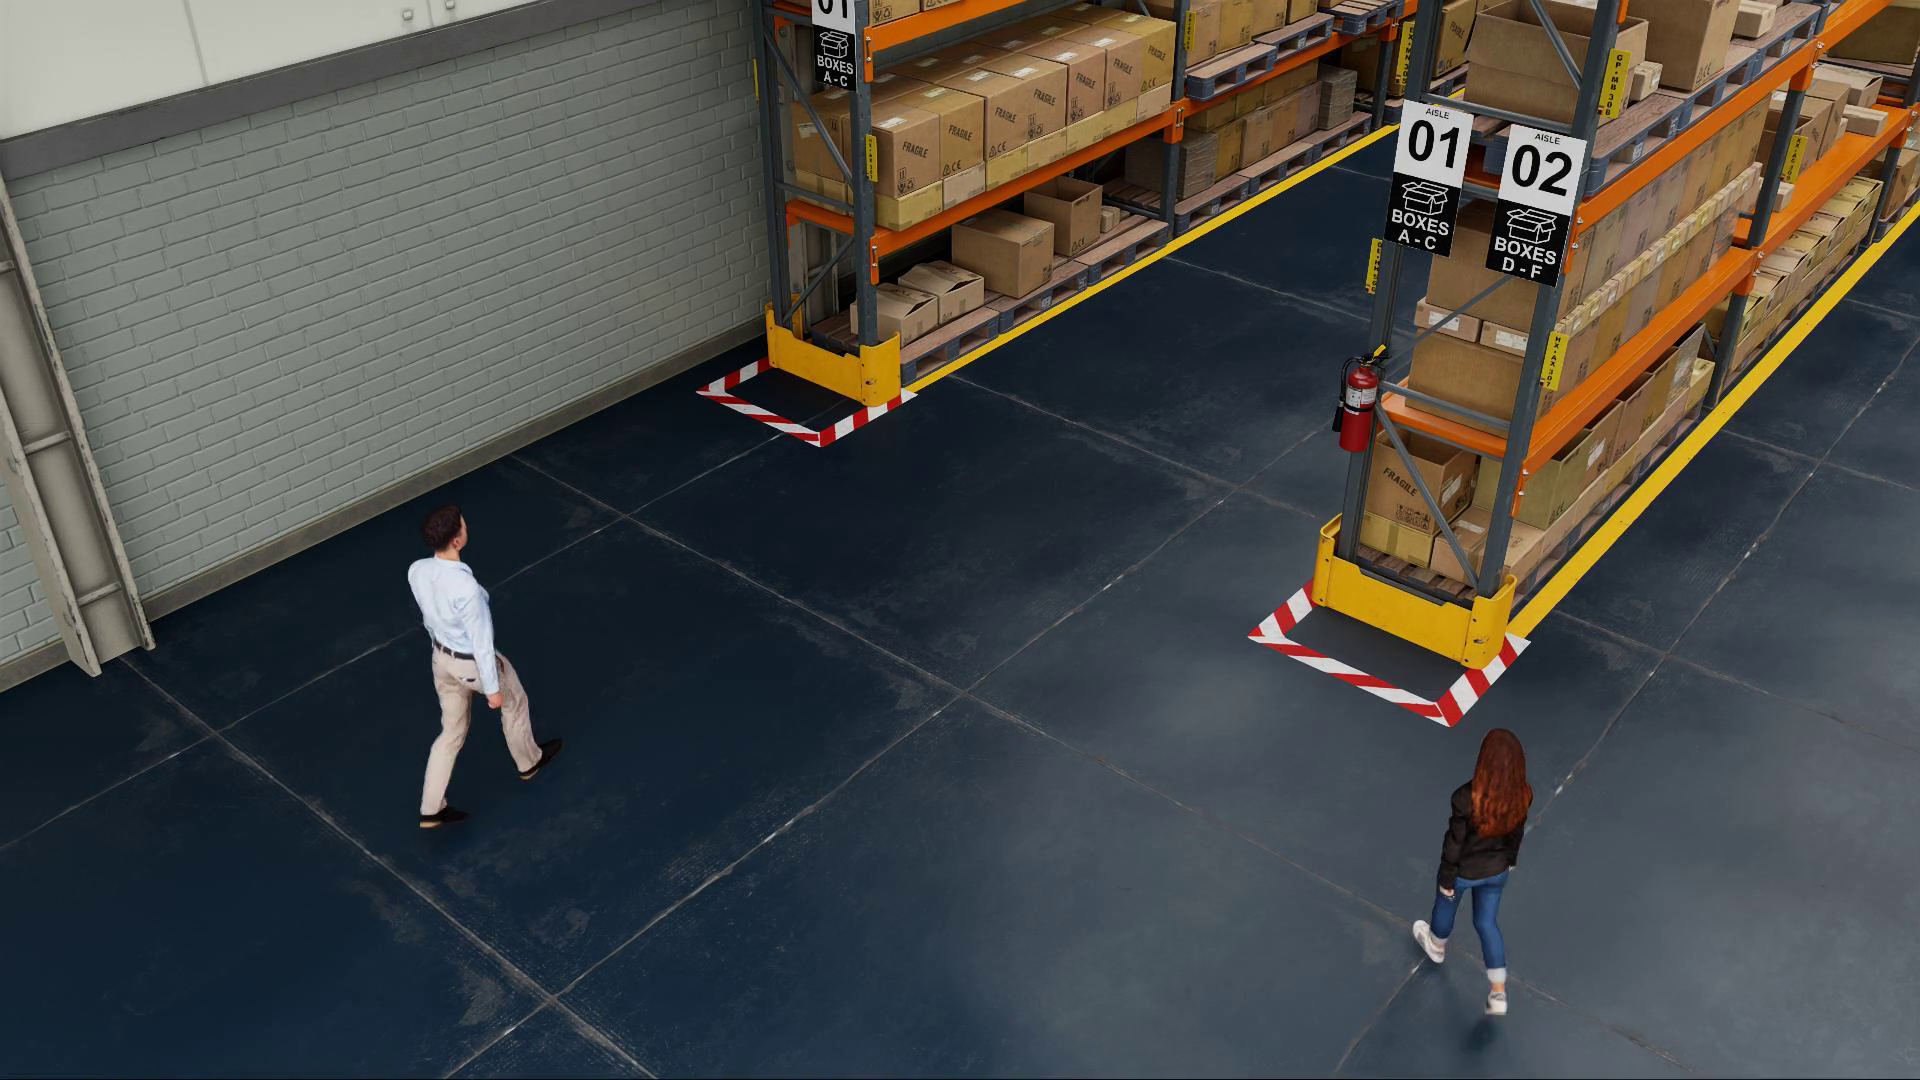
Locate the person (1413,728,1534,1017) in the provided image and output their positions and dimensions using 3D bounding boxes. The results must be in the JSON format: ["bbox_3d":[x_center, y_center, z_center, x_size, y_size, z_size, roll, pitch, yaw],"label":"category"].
[{"bbox_3d":[2.338,1.494,7.407,0.959,1.461,0.957,-7,34,-10],"label":"person"}]

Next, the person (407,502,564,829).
[{"bbox_3d":[-2.531,0.668,8.352,0.797,1.815,1.234,17,37,24],"label":"person"}]
